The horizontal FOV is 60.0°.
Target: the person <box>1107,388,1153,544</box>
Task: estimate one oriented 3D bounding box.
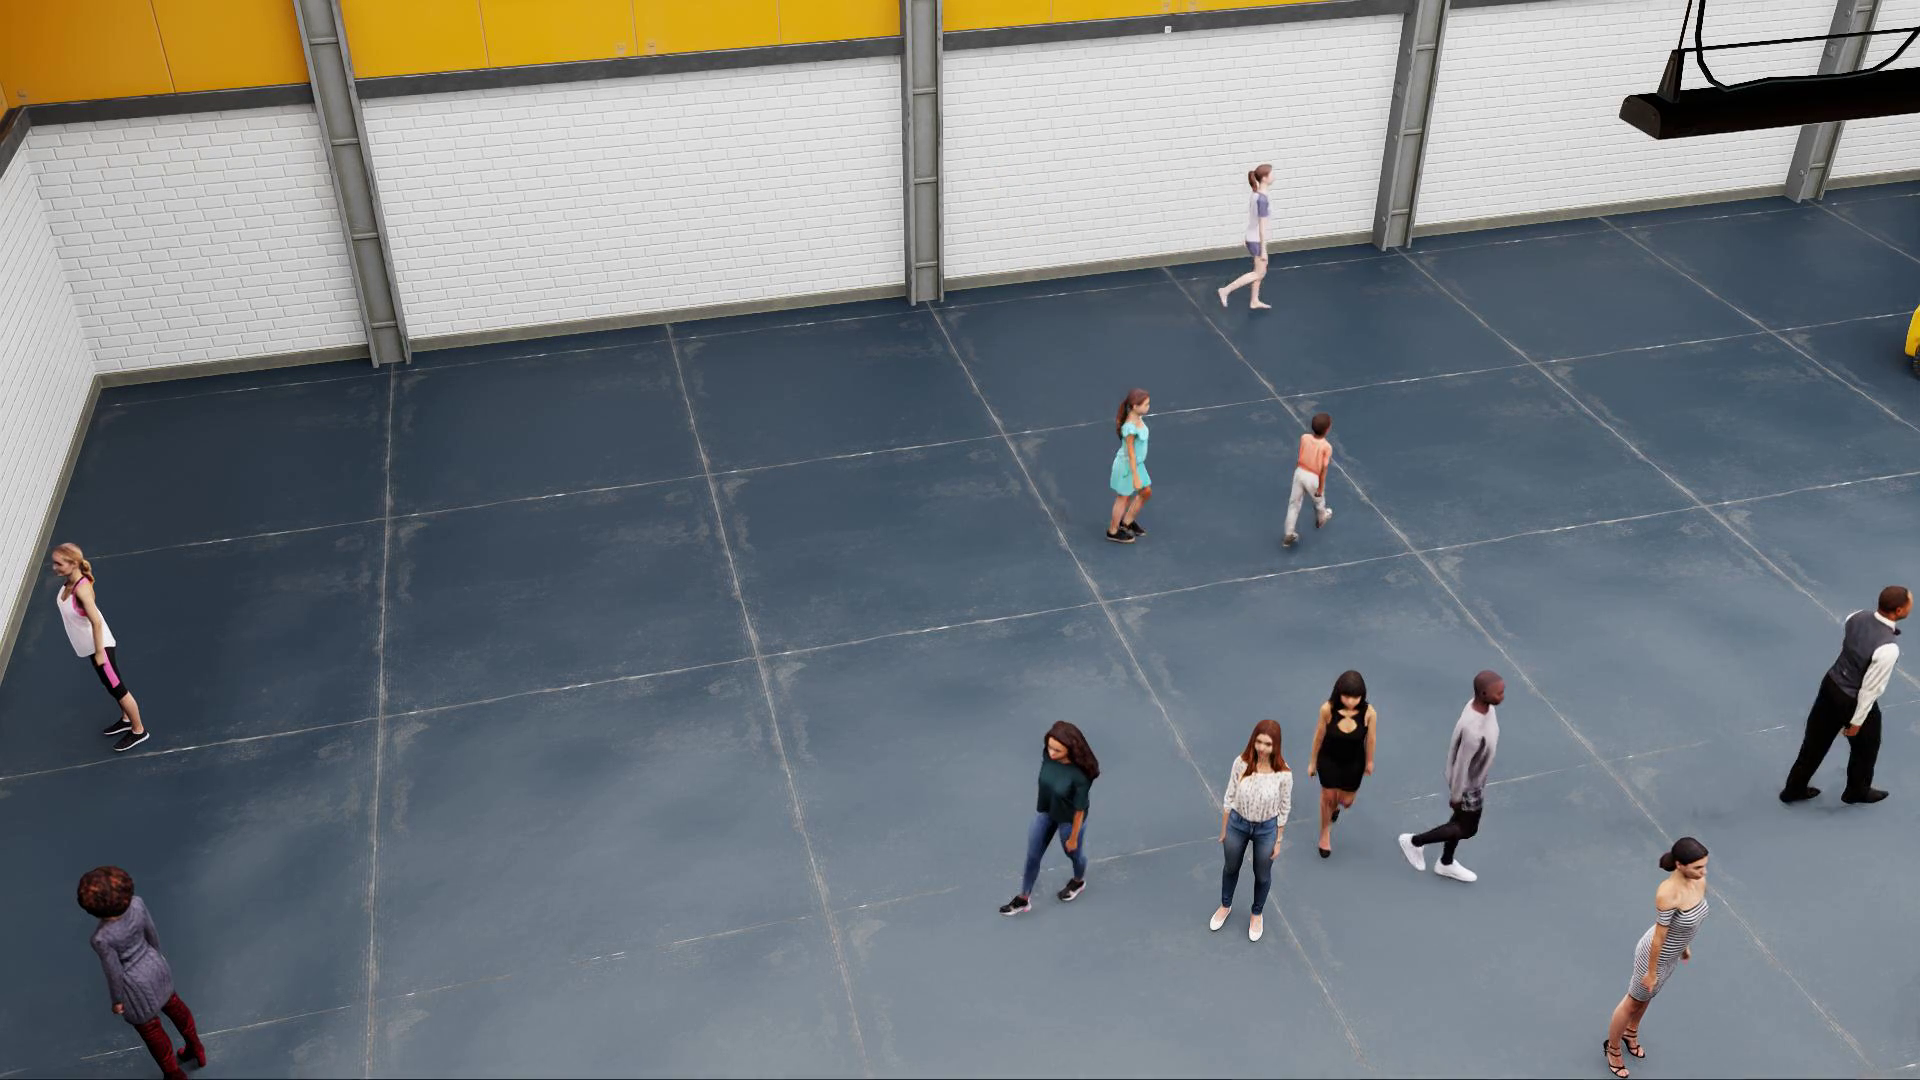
[{"bbox_3d":[1.433,-0.665,14.818,0.736,1.544,0.684,13,36,19],"label":"person"}]

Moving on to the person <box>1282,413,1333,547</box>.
[{"bbox_3d":[3.080,-0.514,14.839,0.809,1.270,0.951,24,41,32],"label":"person"}]

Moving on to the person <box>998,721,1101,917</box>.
[{"bbox_3d":[0.752,1.803,11.063,1.018,1.591,0.838,-25,41,-32],"label":"person"}]

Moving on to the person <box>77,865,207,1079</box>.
[{"bbox_3d":[-4.810,2.587,9.776,0.668,1.710,0.668,8,34,12],"label":"person"}]

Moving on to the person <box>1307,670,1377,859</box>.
[{"bbox_3d":[2.626,1.486,11.504,0.789,1.629,0.814,7,34,10],"label":"person"}]

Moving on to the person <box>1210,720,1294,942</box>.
[{"bbox_3d":[1.911,1.871,10.838,0.630,1.727,0.715,13,36,18],"label":"person"}]

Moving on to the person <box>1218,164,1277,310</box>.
[{"bbox_3d":[3.260,-3.362,18.690,0.932,1.749,0.702,-1,34,-1],"label":"person"}]

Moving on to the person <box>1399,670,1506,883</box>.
[{"bbox_3d":[3.332,1.581,11.245,0.927,1.760,0.853,15,36,21],"label":"person"}]

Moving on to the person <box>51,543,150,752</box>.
[{"bbox_3d":[-6.439,0.781,12.425,0.648,1.785,0.678,-23,40,-31],"label":"person"}]

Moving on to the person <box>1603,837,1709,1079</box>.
[{"bbox_3d":[4.135,2.462,9.862,0.615,1.822,0.732,-26,41,-33],"label":"person"}]

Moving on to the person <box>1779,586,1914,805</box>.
[{"bbox_3d":[6.226,1.130,11.805,1.001,1.890,0.741,-6,34,-9],"label":"person"}]
